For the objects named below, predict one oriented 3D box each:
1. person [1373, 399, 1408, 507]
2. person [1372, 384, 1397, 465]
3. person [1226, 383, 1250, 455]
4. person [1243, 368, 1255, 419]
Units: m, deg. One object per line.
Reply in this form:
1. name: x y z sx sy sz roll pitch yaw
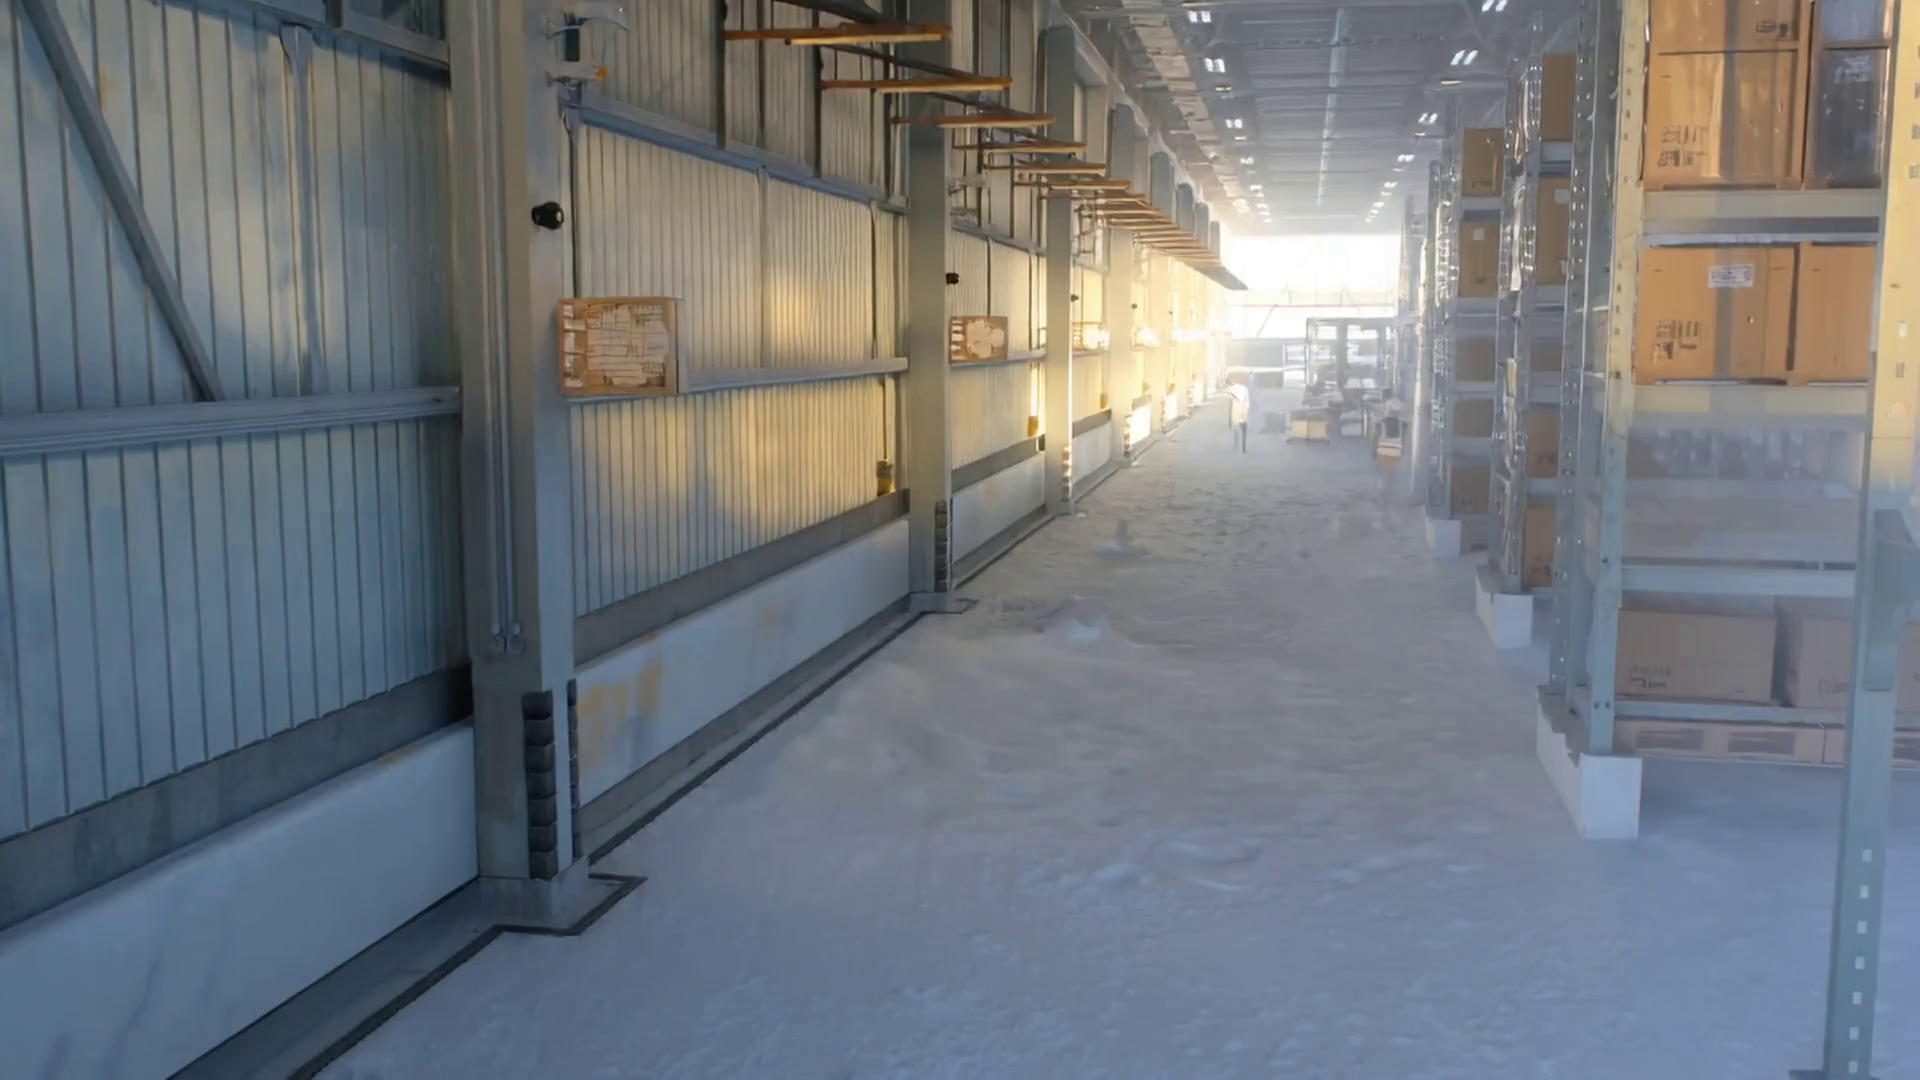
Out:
1. person: 7.632 -1.545 29.570 0.612 1.916 0.507 -1 7 -6
2. person: 9.945 -2.679 38.657 0.477 1.917 0.567 0 7 4
3. person: 7.050 -3.082 42.314 0.633 1.820 0.796 -2 7 -15
4. person: 10.291 -5.229 59.357 0.390 1.847 0.563 -4 8 -30
